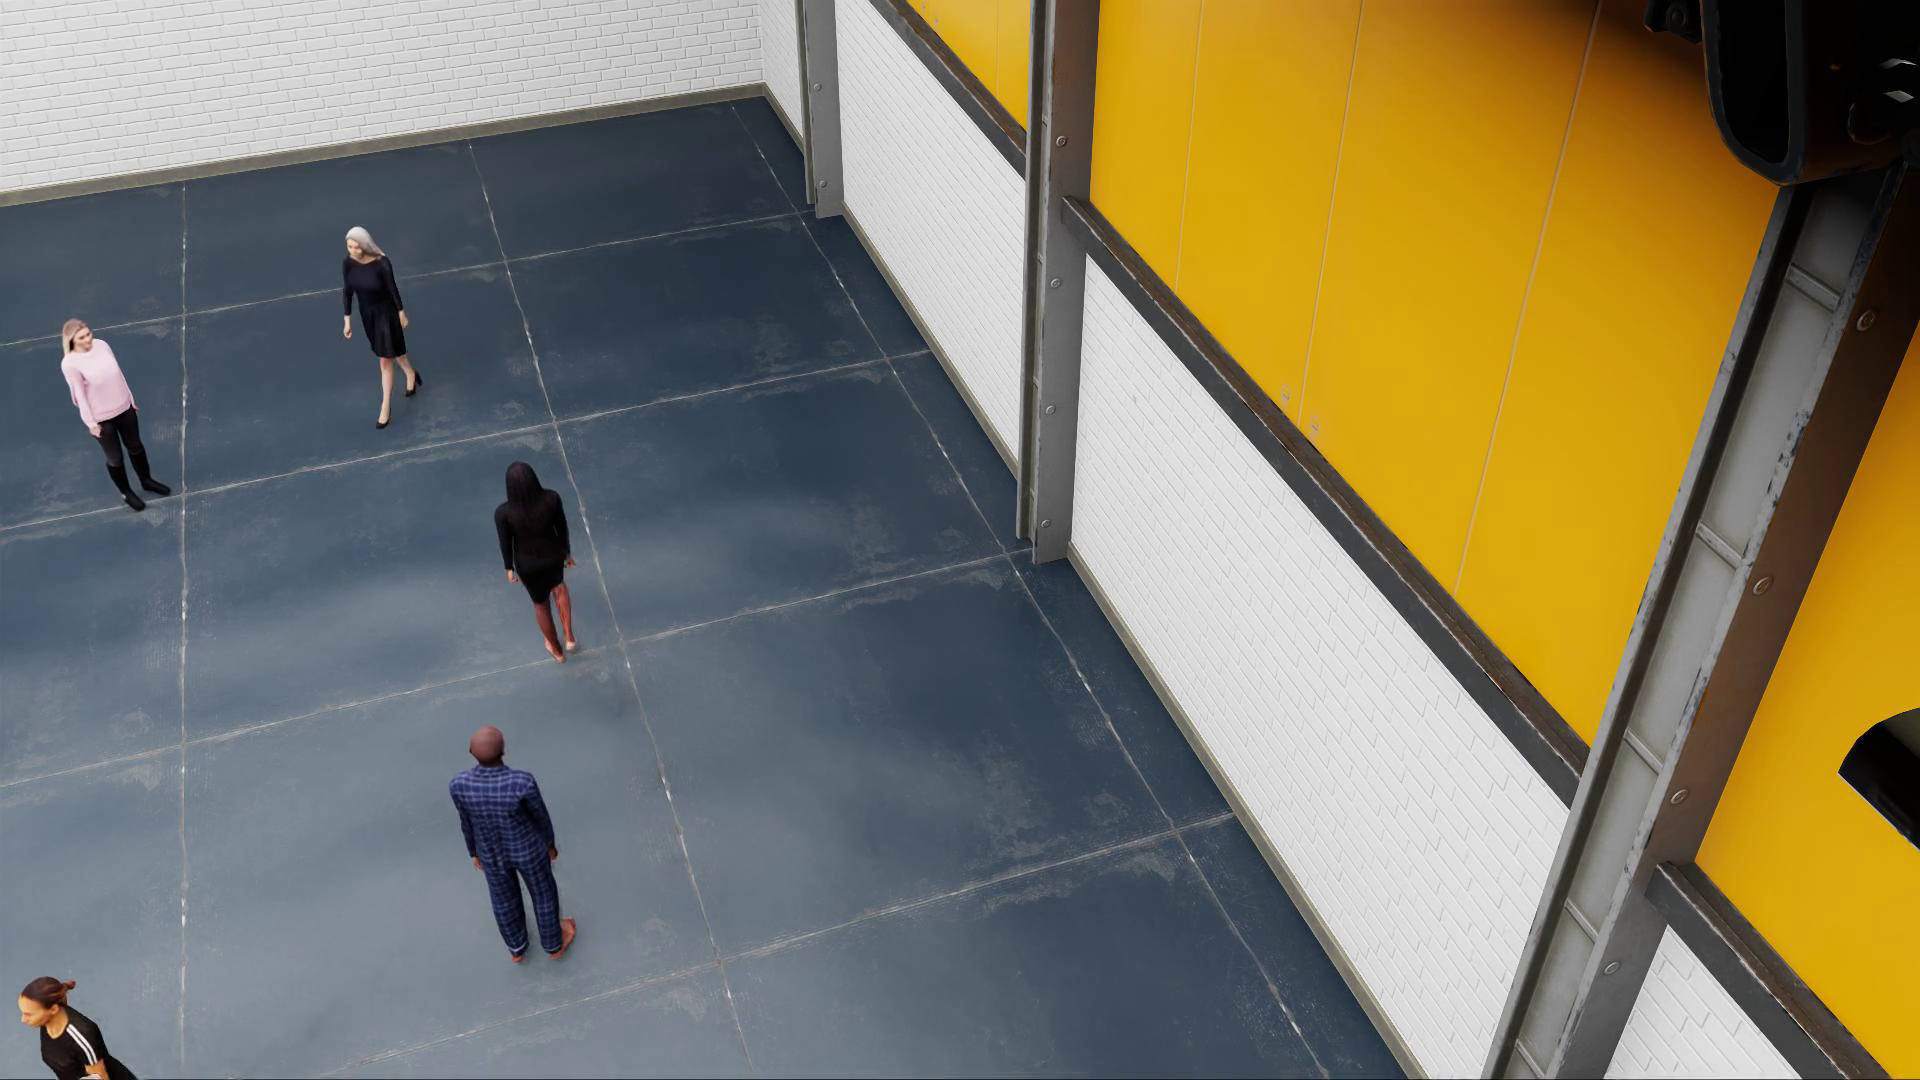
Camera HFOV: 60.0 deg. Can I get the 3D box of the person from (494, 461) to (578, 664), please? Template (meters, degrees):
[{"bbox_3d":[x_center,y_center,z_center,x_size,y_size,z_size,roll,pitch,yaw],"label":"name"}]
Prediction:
[{"bbox_3d":[-2.850,0.200,11.419,0.683,1.714,0.686,-21,43,-24],"label":"person"}]

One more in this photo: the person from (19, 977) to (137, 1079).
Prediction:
[{"bbox_3d":[-4.240,2.691,8.349,0.932,1.653,0.960,21,43,24],"label":"person"}]

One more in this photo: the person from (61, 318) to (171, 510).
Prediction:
[{"bbox_3d":[-6.644,-1.007,12.953,0.749,1.685,0.688,16,41,19],"label":"person"}]

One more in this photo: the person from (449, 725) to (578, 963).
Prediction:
[{"bbox_3d":[-2.534,1.736,9.412,0.719,1.819,0.692,-3,39,-4],"label":"person"}]

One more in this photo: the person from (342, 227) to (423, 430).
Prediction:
[{"bbox_3d":[-4.850,-1.899,14.046,0.982,1.716,1.141,9,39,11],"label":"person"}]
